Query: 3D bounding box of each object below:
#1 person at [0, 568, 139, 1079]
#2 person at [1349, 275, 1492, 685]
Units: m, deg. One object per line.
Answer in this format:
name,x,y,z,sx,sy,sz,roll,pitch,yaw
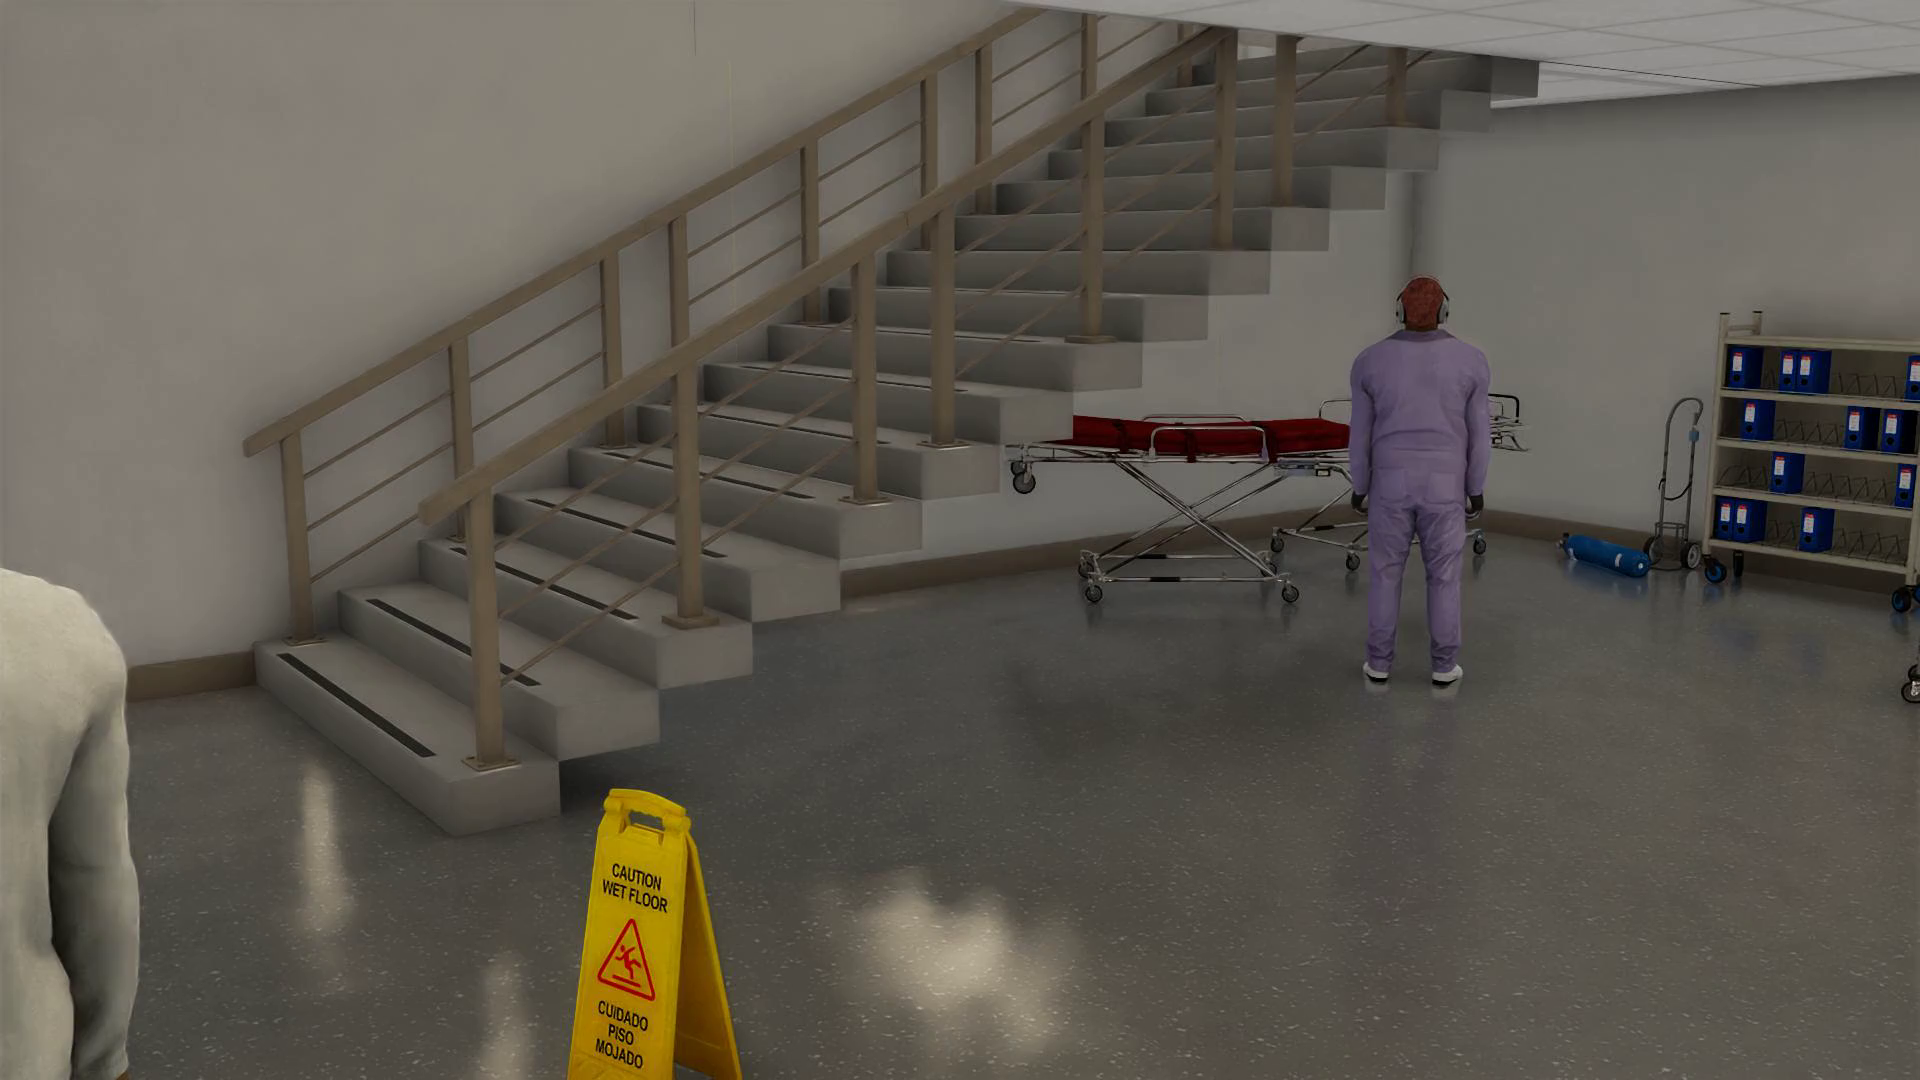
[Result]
person,-1.275,0.719,1.996,0.353,1.937,0.635,5,11,28
person,2.138,-0.271,7.777,0.641,1.912,0.410,3,10,16
